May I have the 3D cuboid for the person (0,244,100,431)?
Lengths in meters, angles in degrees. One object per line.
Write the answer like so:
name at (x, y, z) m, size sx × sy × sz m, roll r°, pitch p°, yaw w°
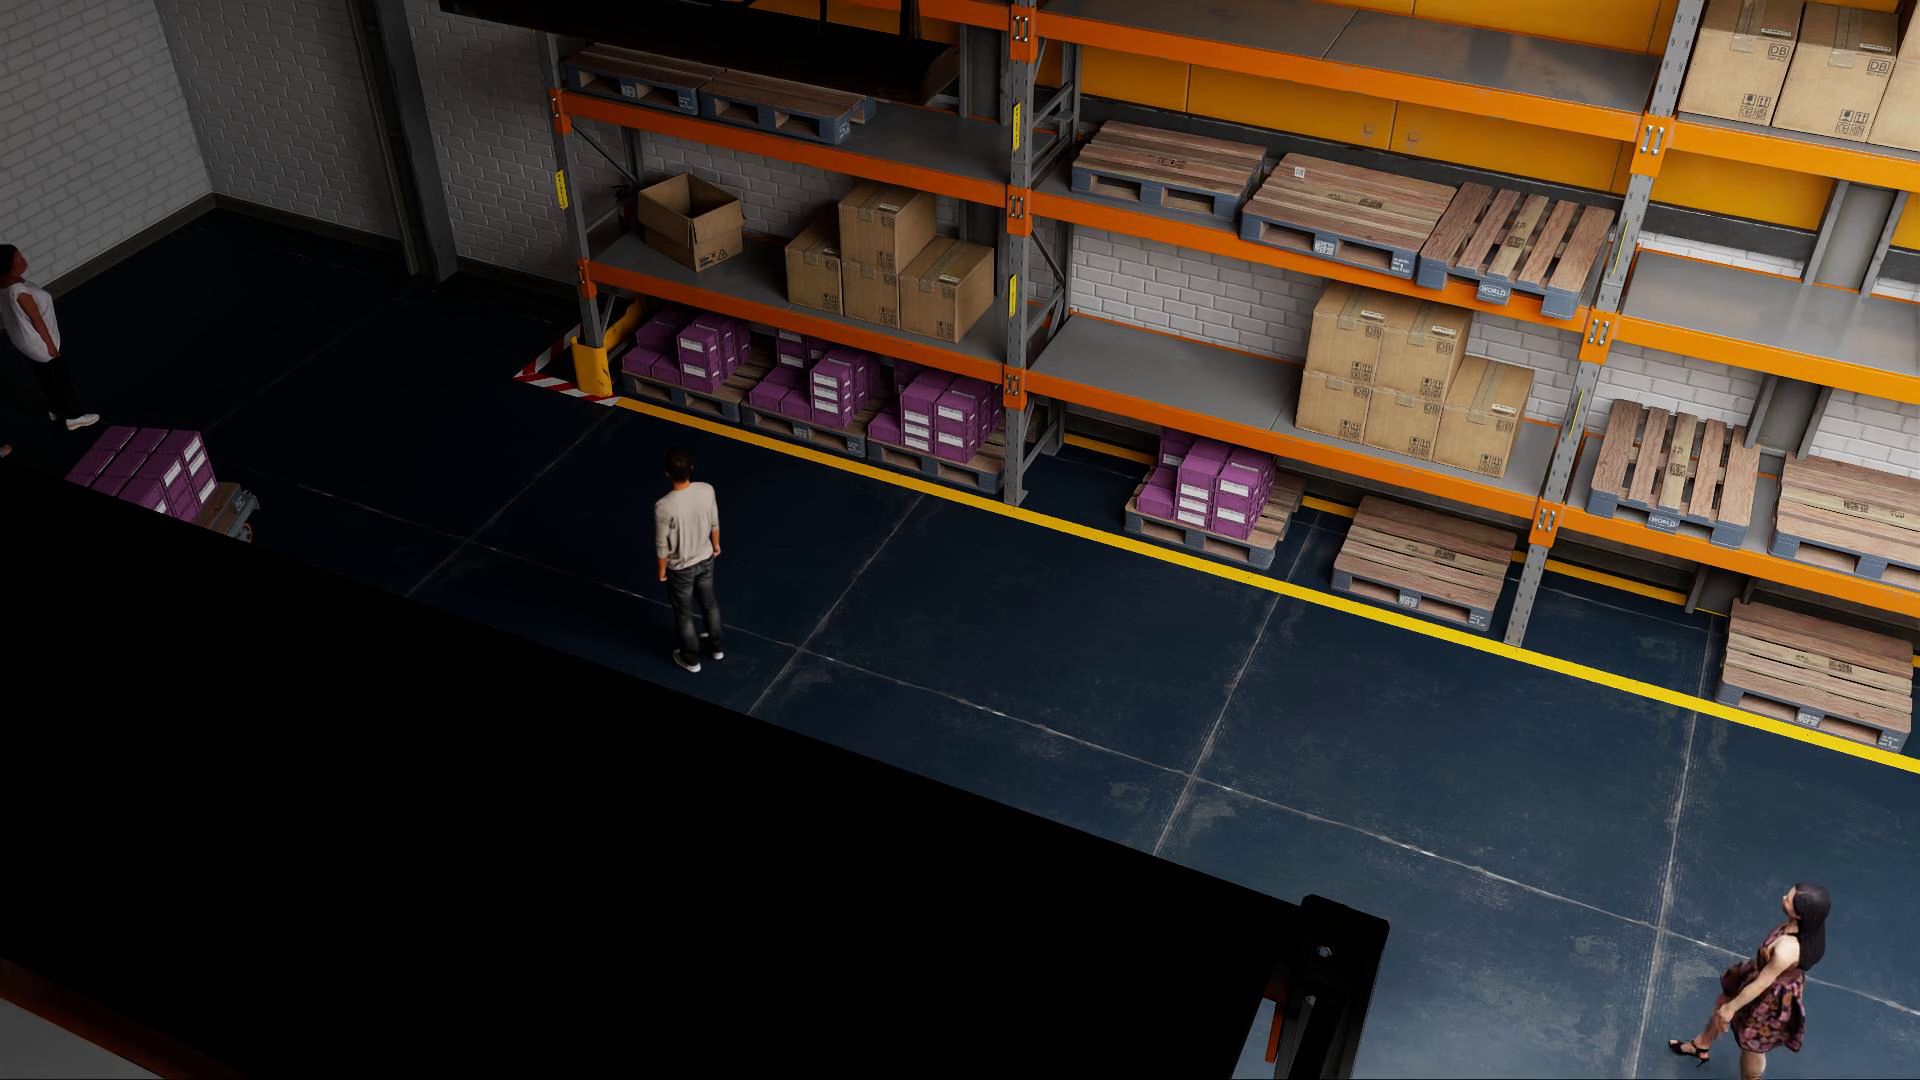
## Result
person at (-7.711, -1.717, 13.921) m, size 0.618 × 1.688 × 0.771 m, roll 26°, pitch 45°, yaw 29°

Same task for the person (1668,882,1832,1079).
person at (4.276, 2.431, 8.670) m, size 0.917 × 1.760 × 0.788 m, roll 31°, pitch 48°, yaw 33°

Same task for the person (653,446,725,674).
person at (-1.858, 0.145, 11.497) m, size 0.728 × 1.804 × 0.692 m, roll -30°, pitch 47°, yaw -32°
